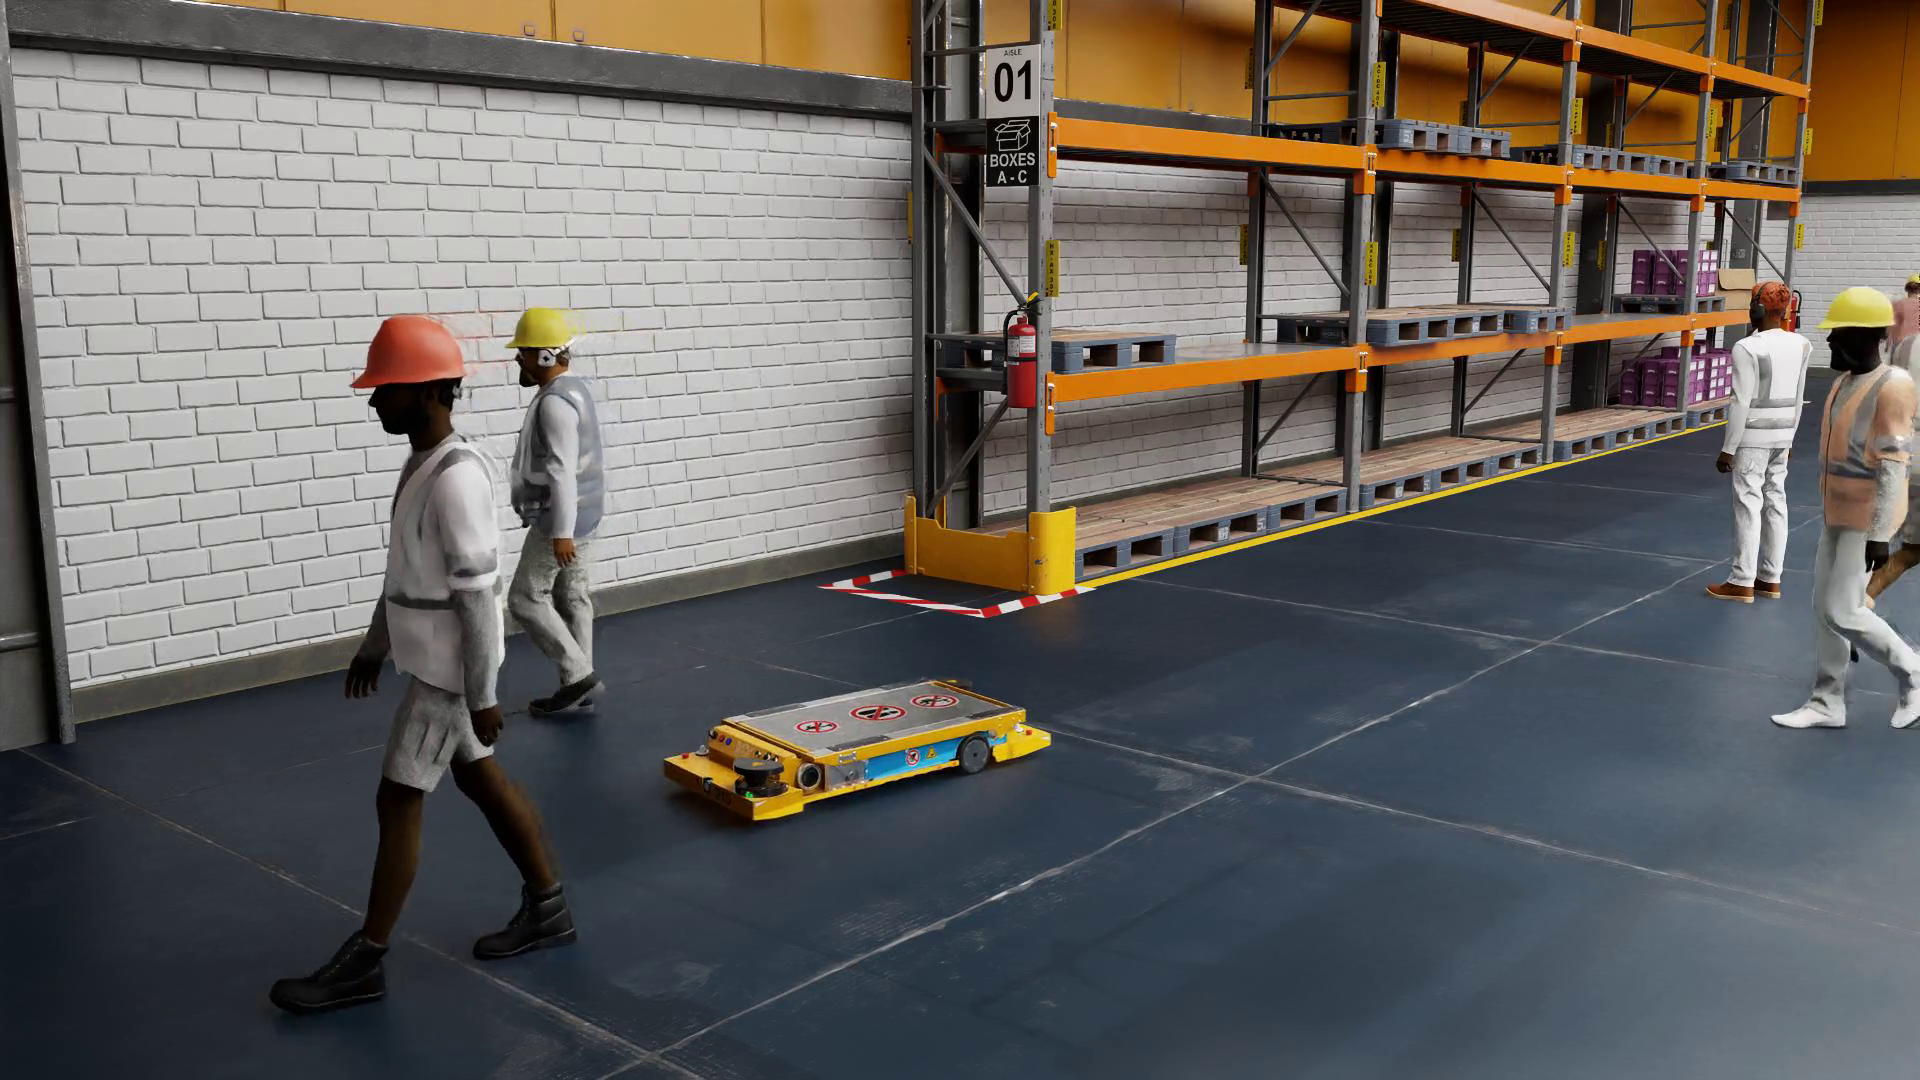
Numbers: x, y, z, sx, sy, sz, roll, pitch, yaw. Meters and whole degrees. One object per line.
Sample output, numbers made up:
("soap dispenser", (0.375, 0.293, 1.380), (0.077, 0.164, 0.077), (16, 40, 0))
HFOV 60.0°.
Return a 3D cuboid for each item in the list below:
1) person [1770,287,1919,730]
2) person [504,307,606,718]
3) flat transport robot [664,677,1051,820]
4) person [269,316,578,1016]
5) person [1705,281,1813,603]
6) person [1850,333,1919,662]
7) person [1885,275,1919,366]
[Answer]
("person", (3.834, -0.104, 7.020), (0.539, 1.913, 0.599), (1, 10, 4))
("person", (-1.773, -0.102, 7.286), (0.430, 1.818, 0.624), (-1, 10, -7))
("flat transport robot", (-0.385, 0.793, 6.600), (1.431, 0.197, 0.652), (-8, 13, -38))
("person", (-1.494, 0.327, 4.645), (0.768, 1.913, 0.552), (-4, 11, -22))
("person", (4.699, -0.571, 9.783), (0.576, 1.882, 0.355), (-5, 11, -26))
("person", (4.622, -0.312, 7.936), (0.675, 2.014, 0.633), (-4, 11, -20))
("person", (12.307, -2.568, 21.615), (0.521, 1.718, 0.921), (4, 11, 23))
